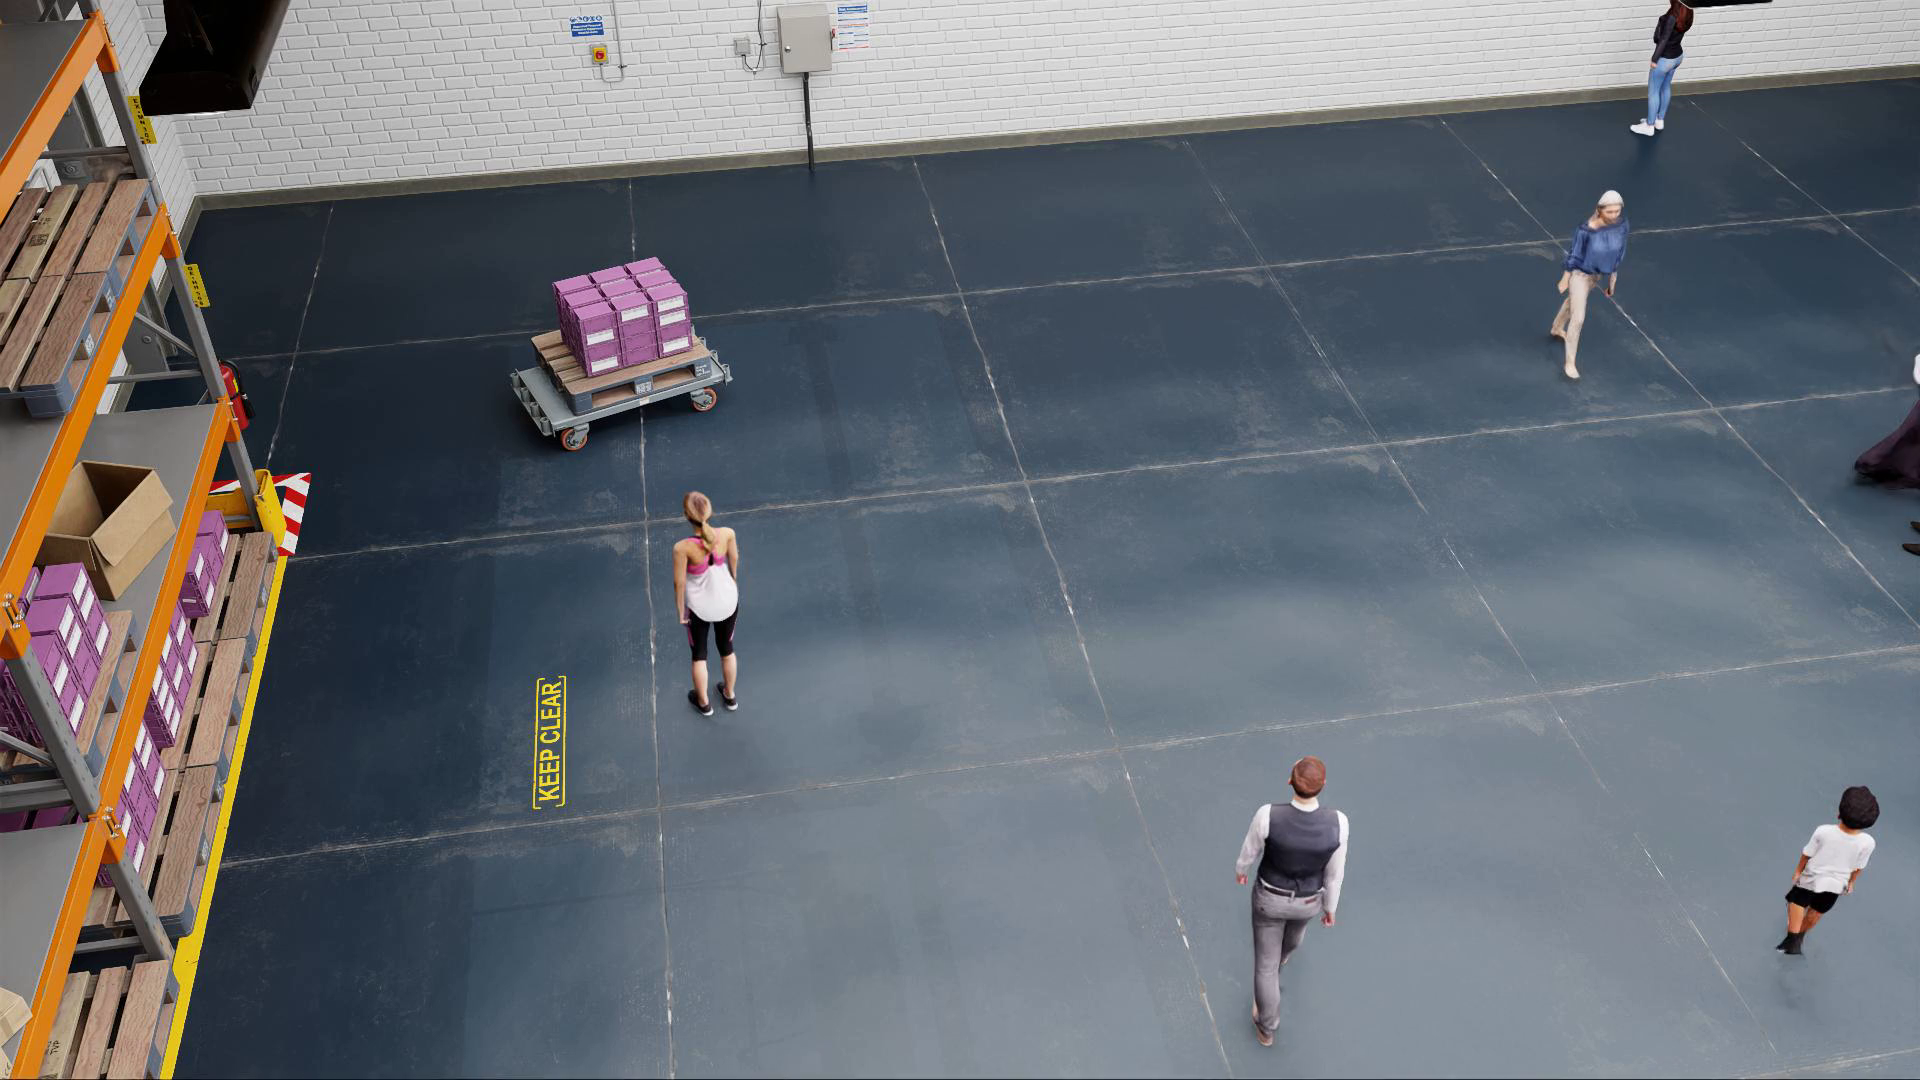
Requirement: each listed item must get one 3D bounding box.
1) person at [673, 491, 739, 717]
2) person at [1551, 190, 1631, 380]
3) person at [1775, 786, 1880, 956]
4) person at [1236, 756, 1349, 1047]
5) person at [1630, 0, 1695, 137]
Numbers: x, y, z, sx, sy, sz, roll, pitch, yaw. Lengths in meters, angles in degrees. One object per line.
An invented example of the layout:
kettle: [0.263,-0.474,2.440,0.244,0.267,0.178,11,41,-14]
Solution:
person: [-1.577,0.440,10.709,0.694,1.783,0.682,-19,42,-23]
person: [5.323,-2.273,14.220,0.726,1.640,1.055,-17,42,-20]
person: [4.857,1.905,9.301,0.651,1.252,0.750,12,40,15]
person: [1.728,1.945,8.728,0.874,1.905,1.156,3,39,4]
person: [7.593,-5.174,17.861,0.710,1.630,0.724,-29,47,-31]
